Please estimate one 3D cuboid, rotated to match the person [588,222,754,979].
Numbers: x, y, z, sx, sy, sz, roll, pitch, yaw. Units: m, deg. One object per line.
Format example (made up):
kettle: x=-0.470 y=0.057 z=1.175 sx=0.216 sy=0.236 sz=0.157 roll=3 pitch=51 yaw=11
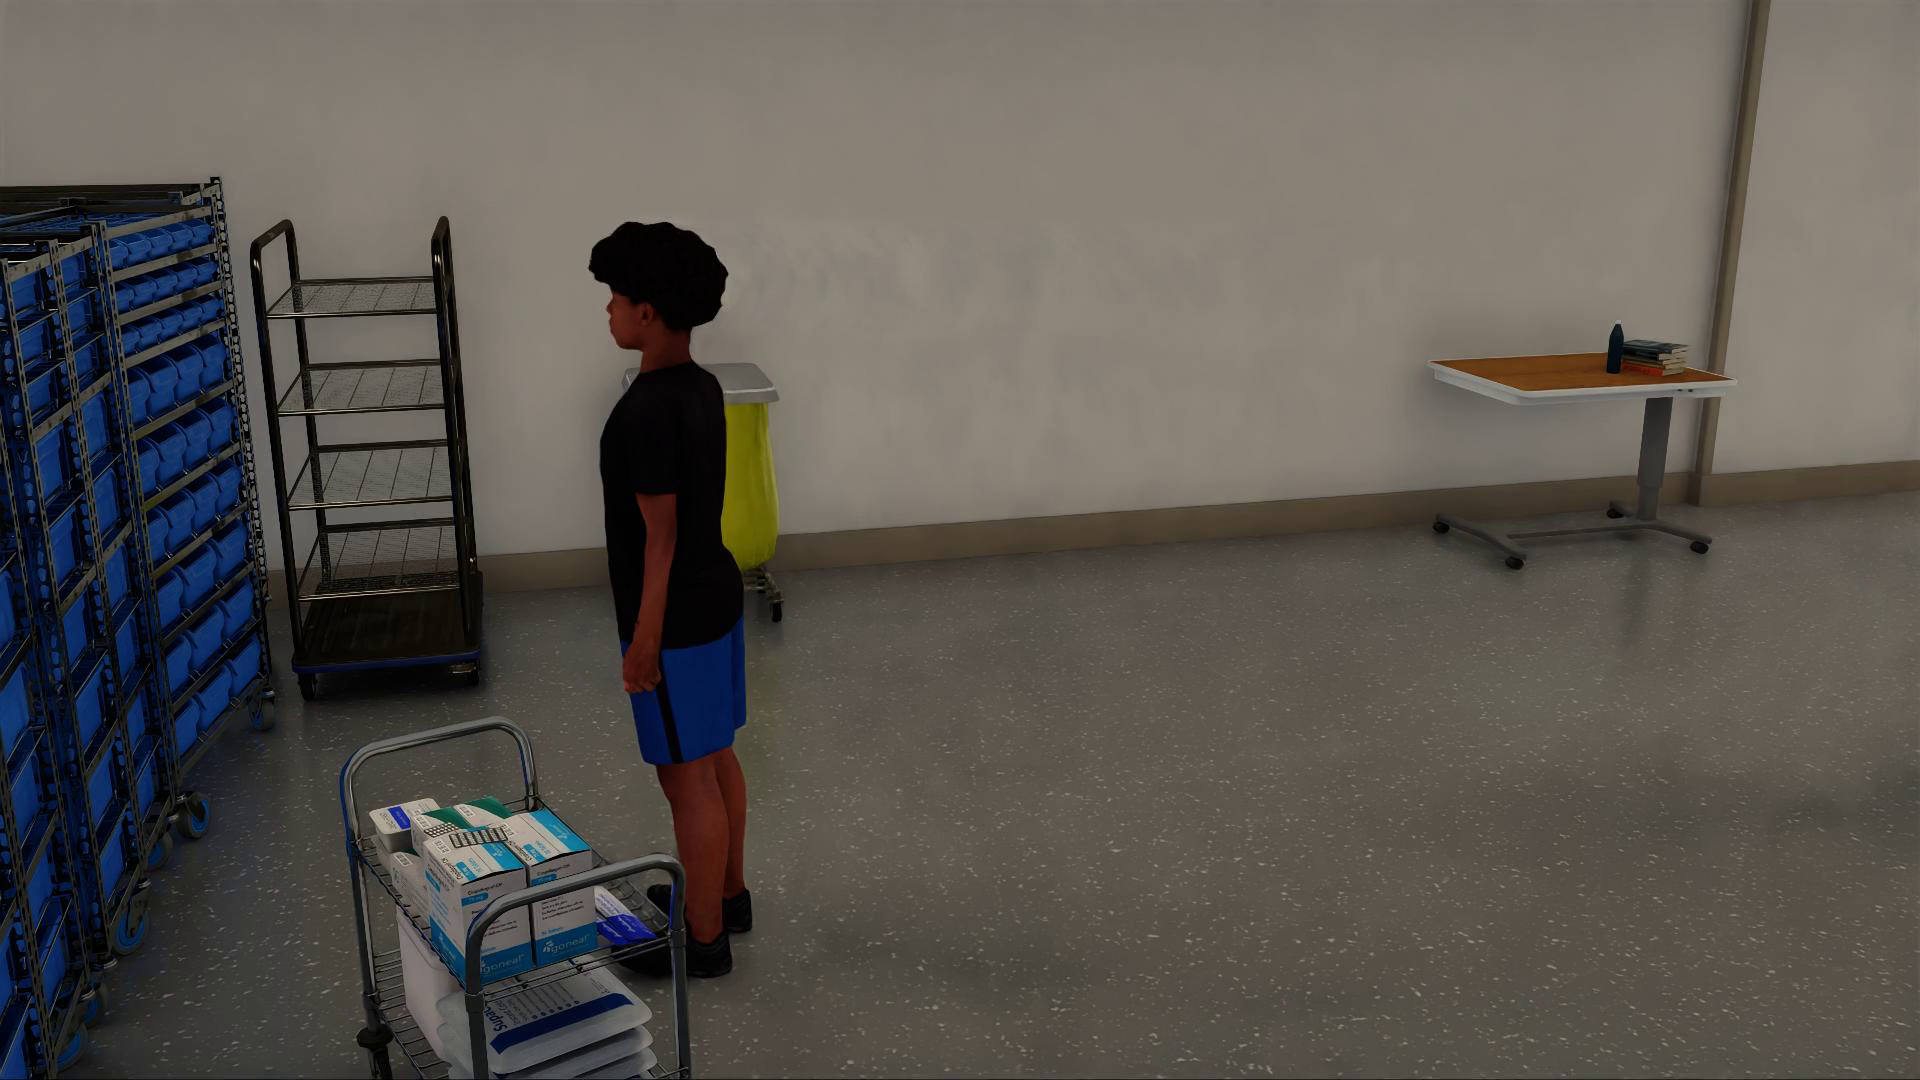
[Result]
person: x=-0.653 y=0.158 z=3.909 sx=0.675 sy=1.793 sz=0.684 roll=2 pitch=16 yaw=8
